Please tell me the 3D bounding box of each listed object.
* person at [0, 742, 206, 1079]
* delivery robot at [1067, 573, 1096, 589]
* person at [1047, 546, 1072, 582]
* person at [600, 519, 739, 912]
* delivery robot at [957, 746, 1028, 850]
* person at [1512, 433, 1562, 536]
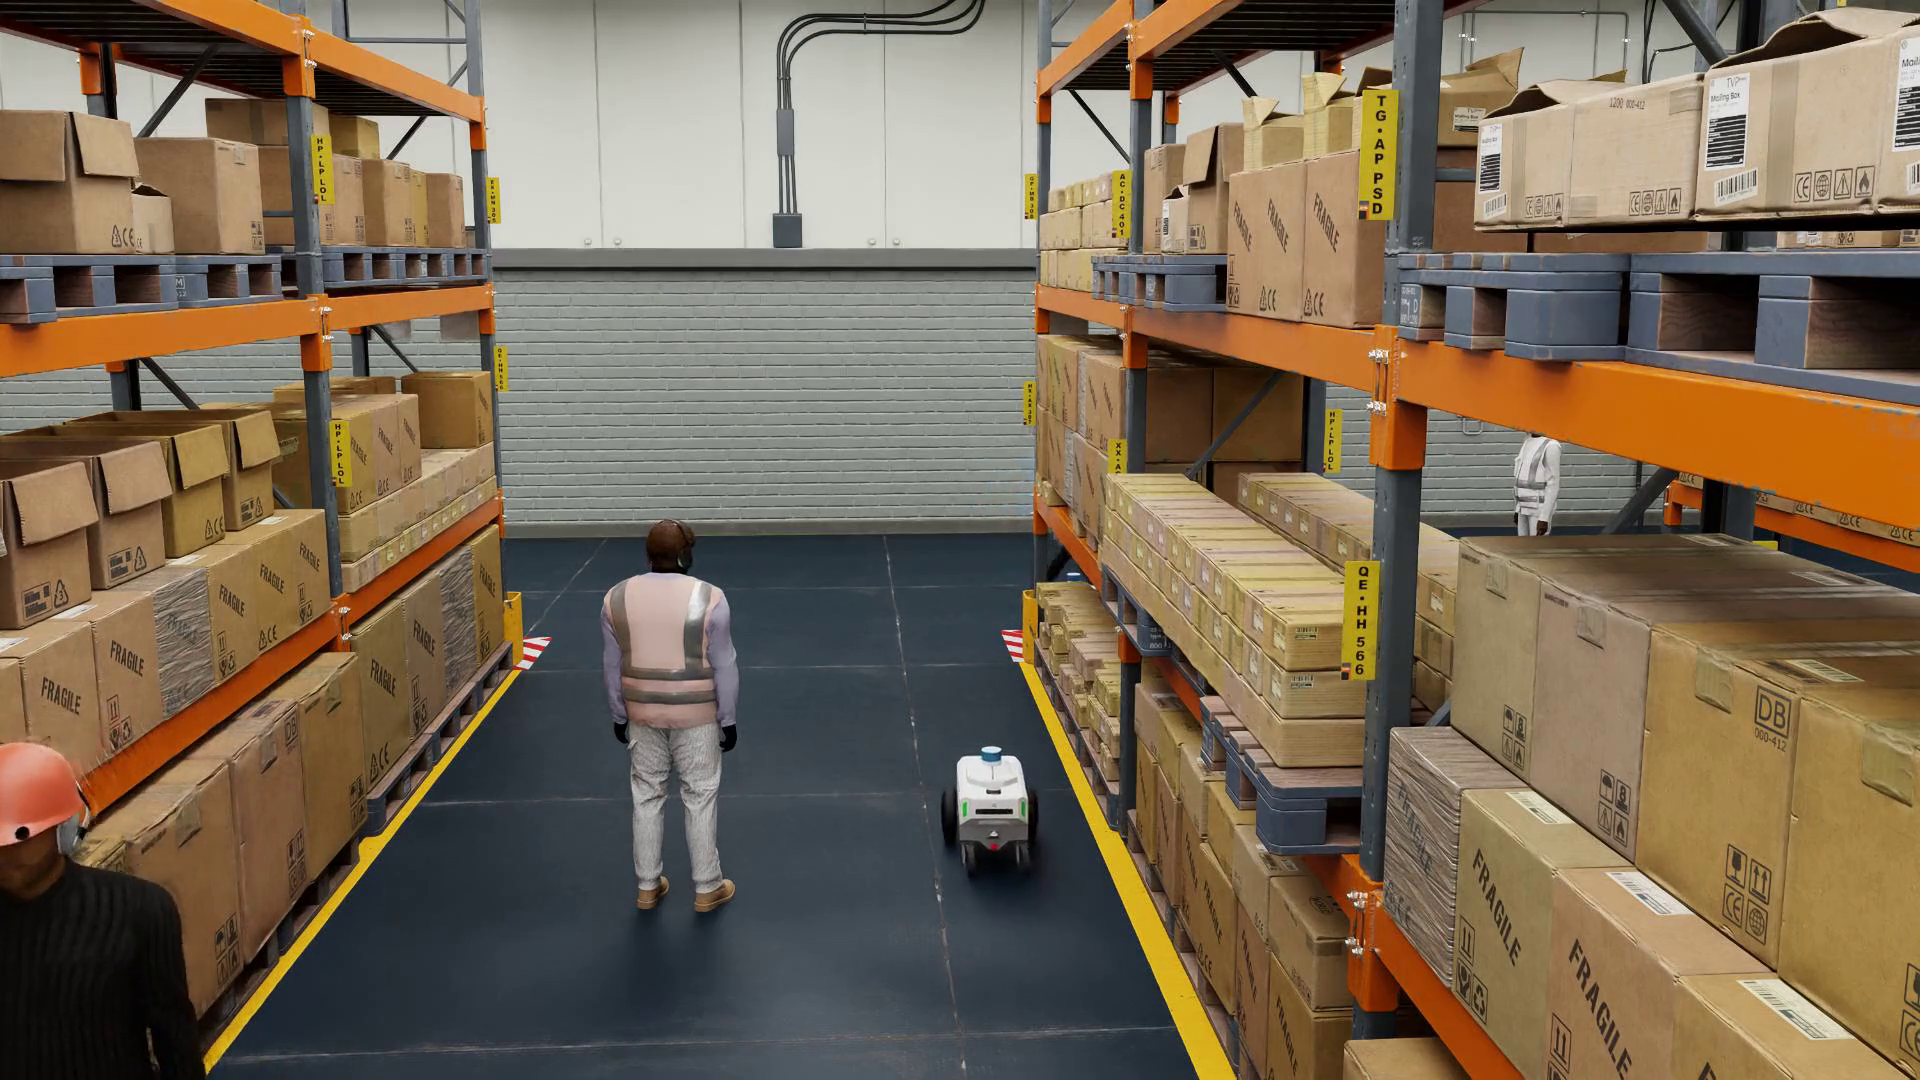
[{"bbox_3d":[-2.125,1.421,3.841,0.612,1.940,1.020,-1,10,-5],"label":"person"},{"bbox_3d":[0.890,0.501,13.085,0.707,0.478,0.477,-5,11,-28],"label":"delivery robot"},{"bbox_3d":[1.036,-0.234,14.463,0.850,1.648,0.521,-1,10,-6],"label":"person"},{"bbox_3d":[-1.325,0.815,7.738,0.633,1.840,0.429,2,10,10],"label":"person"},{"bbox_3d":[0.159,1.292,8.431,0.477,0.478,0.707,0,10,-1],"label":"delivery robot"},{"bbox_3d":[4.755,-0.238,13.801,0.356,1.887,0.573,-1,10,-5],"label":"person"}]
